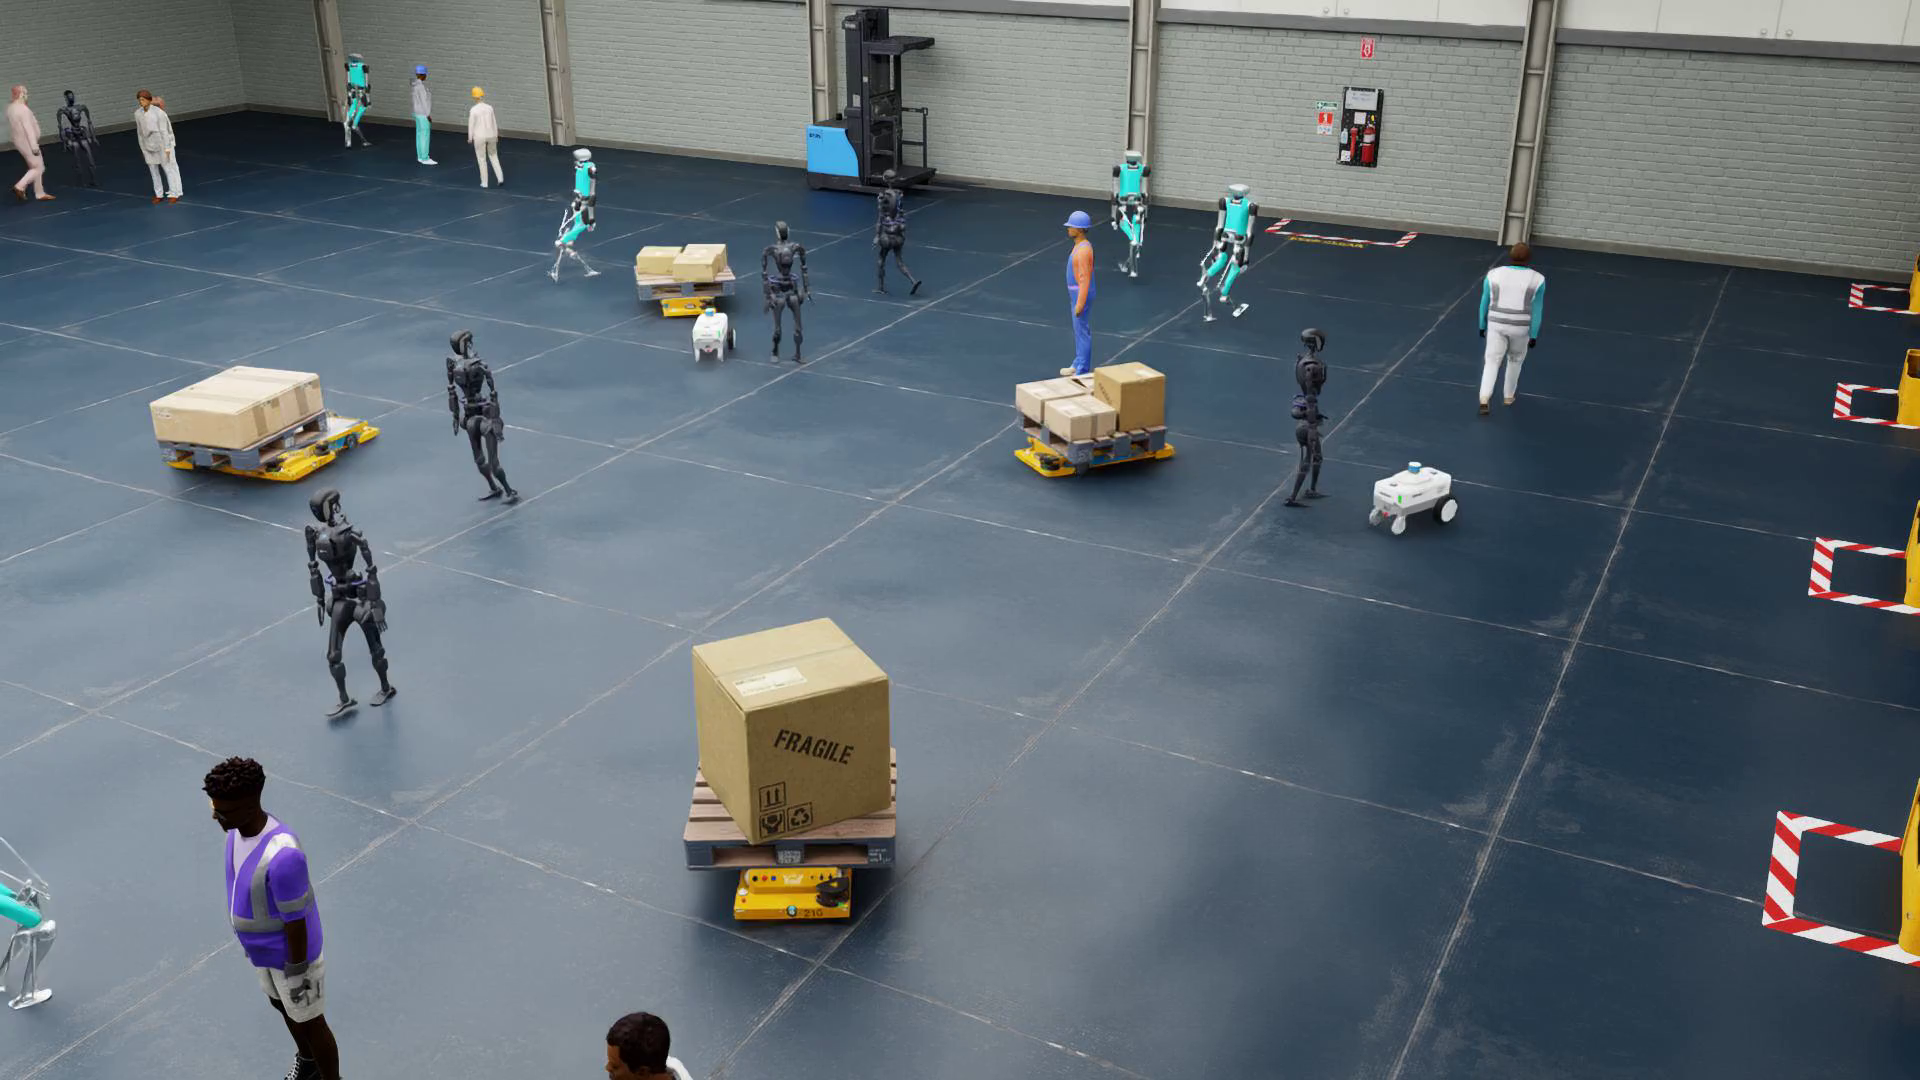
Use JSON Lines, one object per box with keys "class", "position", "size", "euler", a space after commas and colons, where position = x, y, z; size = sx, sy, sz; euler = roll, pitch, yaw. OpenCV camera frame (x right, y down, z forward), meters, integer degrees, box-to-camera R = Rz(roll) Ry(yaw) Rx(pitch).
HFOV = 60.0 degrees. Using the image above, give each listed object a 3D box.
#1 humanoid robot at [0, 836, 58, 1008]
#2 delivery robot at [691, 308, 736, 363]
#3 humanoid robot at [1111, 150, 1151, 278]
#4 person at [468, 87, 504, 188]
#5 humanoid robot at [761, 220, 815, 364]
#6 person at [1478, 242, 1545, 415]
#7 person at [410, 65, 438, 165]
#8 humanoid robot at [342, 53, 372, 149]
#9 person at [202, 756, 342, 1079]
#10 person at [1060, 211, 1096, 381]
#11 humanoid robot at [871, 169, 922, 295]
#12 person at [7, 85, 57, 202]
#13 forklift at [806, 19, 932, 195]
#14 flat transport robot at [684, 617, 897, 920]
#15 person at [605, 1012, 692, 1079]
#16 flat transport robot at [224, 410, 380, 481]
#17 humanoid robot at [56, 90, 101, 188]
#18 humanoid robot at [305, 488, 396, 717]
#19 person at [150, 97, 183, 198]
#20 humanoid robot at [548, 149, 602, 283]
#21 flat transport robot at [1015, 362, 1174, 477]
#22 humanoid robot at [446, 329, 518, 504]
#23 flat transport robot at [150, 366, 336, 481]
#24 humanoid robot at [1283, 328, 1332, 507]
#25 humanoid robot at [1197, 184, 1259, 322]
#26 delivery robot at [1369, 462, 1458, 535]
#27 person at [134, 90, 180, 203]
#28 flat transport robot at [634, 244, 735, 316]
{"class": "humanoid robot", "position": [-4.945, 1.634, 8.522], "size": [0.664, 1.820, 0.547], "euler": [-10, 25, -21]}
{"class": "delivery robot", "position": [-2.905, -2.398, 19.402], "size": [0.499, 0.609, 0.805], "euler": [-1, 23, -1]}
{"class": "humanoid robot", "position": [2.347, -4.291, 22.350], "size": [0.551, 1.766, 1.034], "euler": [-5, 24, -12]}
{"class": "person", "position": [-8.081, -6.846, 28.299], "size": [0.510, 1.687, 0.366], "euler": [-21, 31, -40]}
{"class": "humanoid robot", "position": [-1.966, -2.819, 18.937], "size": [0.603, 1.653, 0.450], "euler": [-11, 26, -24]}
{"class": "person", "position": [5.718, -2.204, 17.353], "size": [0.632, 1.808, 0.903], "euler": [10, 25, 23]}
{"class": "person", "position": [-9.787, -7.750, 30.322], "size": [0.397, 1.765, 0.510], "euler": [-14, 27, -30]}
{"class": "humanoid robot", "position": [-11.636, -8.321, 31.780], "size": [0.561, 1.840, 0.813], "euler": [9, 25, 21]}
{"class": "person", "position": [-3.159, 1.860, 7.703], "size": [0.596, 1.958, 0.371], "euler": [21, 31, 39]}
{"class": "person", "position": [1.311, -2.664, 18.287], "size": [0.369, 1.910, 0.522], "euler": [0, 23, 1]}
{"class": "humanoid robot", "position": [-0.859, -4.008, 21.745], "size": [0.666, 1.638, 0.603], "euler": [14, 27, 30]}
{"class": "person", "position": [-15.242, -6.433, 27.076], "size": [0.678, 1.890, 0.594], "euler": [21, 31, 40]}
{"class": "forklift", "position": [-1.573, -7.292, 27.850], "size": [1.873, 2.768, 1.129], "euler": [12, 26, 25]}
{"class": "flat transport robot", "position": [-0.985, 1.787, 10.002], "size": [0.659, 0.231, 1.431], "euler": [-1, 23, -2]}
{"class": "person", "position": [-1.039, 2.555, 6.150], "size": [0.401, 1.902, 0.598], "euler": [-4, 24, -10]}
{"class": "flat transport robot", "position": [-6.453, -0.935, 16.339], "size": [0.659, 0.231, 1.431], "euler": [9, 25, 20]}
{"class": "humanoid robot", "position": [-14.979, -6.825, 28.277], "size": [0.352, 1.642, 0.611], "euler": [20, 30, 38]}
{"class": "humanoid robot", "position": [-4.191, 0.425, 11.401], "size": [0.592, 1.644, 0.554], "euler": [8, 24, 18]}
{"class": "person", "position": [-13.186, -6.531, 27.626], "size": [0.313, 1.641, 0.514], "euler": [-10, 25, -22]}
{"class": "humanoid robot", "position": [-5.326, -4.334, 22.416], "size": [0.943, 1.776, 0.547], "euler": [-17, 29, -34]}
{"class": "flat transport robot", "position": [1.295, -0.913, 16.289], "size": [1.431, 0.231, 0.659], "euler": [-11, 26, -24]}
{"class": "humanoid robot", "position": [-4.333, -1.124, 15.001], "size": [0.589, 1.632, 0.387], "euler": [11, 25, 23]}
{"class": "flat transport robot", "position": [-6.863, -0.822, 16.077], "size": [1.431, 0.231, 0.659], "euler": [7, 24, 15]}
{"class": "humanoid robot", "position": [3.157, -1.093, 14.913], "size": [0.383, 1.649, 0.599], "euler": [5, 24, 13]}
{"class": "humanoid robot", "position": [3.232, -3.435, 20.318], "size": [0.542, 1.724, 1.045], "euler": [17, 29, 35]}
{"class": "delivery robot", "position": [3.994, -0.398, 14.716], "size": [0.769, 0.587, 0.499], "euler": [-15, 28, -31]}
{"class": "person", "position": [-13.121, -6.401, 27.108], "size": [0.510, 1.823, 0.366], "euler": [0, 23, 1]}
{"class": "flat transport robot", "position": [-3.563, -3.169, 21.540], "size": [0.659, 0.231, 1.431], "euler": [-6, 24, -13]}
